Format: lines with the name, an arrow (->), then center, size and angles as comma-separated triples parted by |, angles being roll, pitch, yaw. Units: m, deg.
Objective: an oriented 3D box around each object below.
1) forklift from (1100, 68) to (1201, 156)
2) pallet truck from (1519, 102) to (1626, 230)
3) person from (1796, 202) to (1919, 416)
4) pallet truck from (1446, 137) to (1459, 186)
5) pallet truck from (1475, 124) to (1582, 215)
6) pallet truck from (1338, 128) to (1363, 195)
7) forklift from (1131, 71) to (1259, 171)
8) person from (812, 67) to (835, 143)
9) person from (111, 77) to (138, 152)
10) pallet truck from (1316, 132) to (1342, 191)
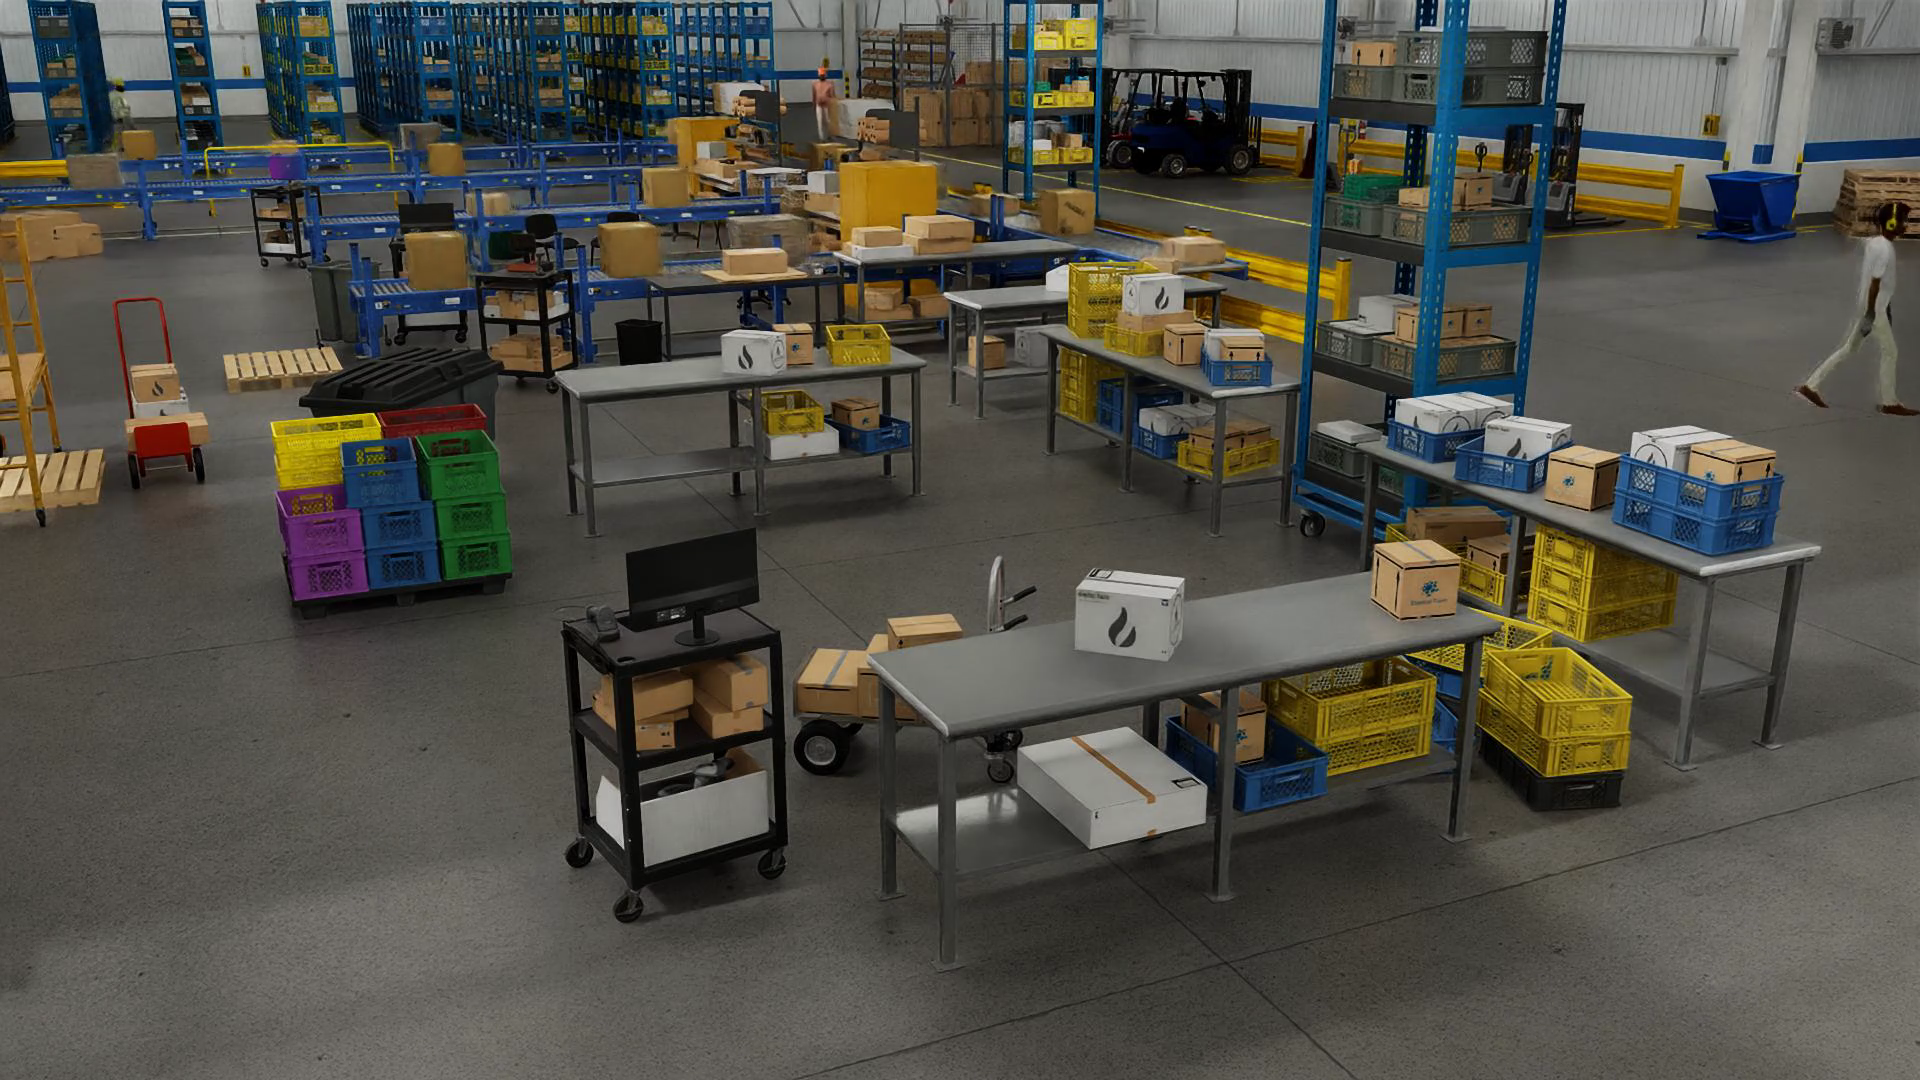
forklift -> 4.082, -9.564, 37.410 | 2.680, 1.987, 1.157 | -8, 19, -23
pallet truck -> 9.972, -6.037, 26.785 | 1.885, 1.965, 0.823 | -9, 20, -25
person -> 7.837, -1.996, 14.327 | 0.938, 1.835, 0.514 | 5, 18, 15
pallet truck -> 9.184, -6.485, 29.328 | 1.630, 1.274, 0.653 | -8, 19, -23
pallet truck -> 9.707, -6.455, 28.103 | 1.885, 1.965, 0.823 | -7, 19, -20
pallet truck -> 7.845, -7.140, 31.411 | 1.522, 1.261, 0.704 | -9, 20, -25
forklift -> 4.998, -8.936, 35.413 | 2.680, 1.987, 1.157 | -9, 20, -25
person -> -3.637, -11.610, 44.377 | 0.619, 1.976, 0.643 | 2, 18, 6
person -> -20.743, -10.574, 41.389 | 0.672, 1.804, 0.619 | 0, 18, 1
pallet truck -> 7.723, -7.504, 32.656 | 1.601, 1.201, 0.680 | -8, 19, -23
